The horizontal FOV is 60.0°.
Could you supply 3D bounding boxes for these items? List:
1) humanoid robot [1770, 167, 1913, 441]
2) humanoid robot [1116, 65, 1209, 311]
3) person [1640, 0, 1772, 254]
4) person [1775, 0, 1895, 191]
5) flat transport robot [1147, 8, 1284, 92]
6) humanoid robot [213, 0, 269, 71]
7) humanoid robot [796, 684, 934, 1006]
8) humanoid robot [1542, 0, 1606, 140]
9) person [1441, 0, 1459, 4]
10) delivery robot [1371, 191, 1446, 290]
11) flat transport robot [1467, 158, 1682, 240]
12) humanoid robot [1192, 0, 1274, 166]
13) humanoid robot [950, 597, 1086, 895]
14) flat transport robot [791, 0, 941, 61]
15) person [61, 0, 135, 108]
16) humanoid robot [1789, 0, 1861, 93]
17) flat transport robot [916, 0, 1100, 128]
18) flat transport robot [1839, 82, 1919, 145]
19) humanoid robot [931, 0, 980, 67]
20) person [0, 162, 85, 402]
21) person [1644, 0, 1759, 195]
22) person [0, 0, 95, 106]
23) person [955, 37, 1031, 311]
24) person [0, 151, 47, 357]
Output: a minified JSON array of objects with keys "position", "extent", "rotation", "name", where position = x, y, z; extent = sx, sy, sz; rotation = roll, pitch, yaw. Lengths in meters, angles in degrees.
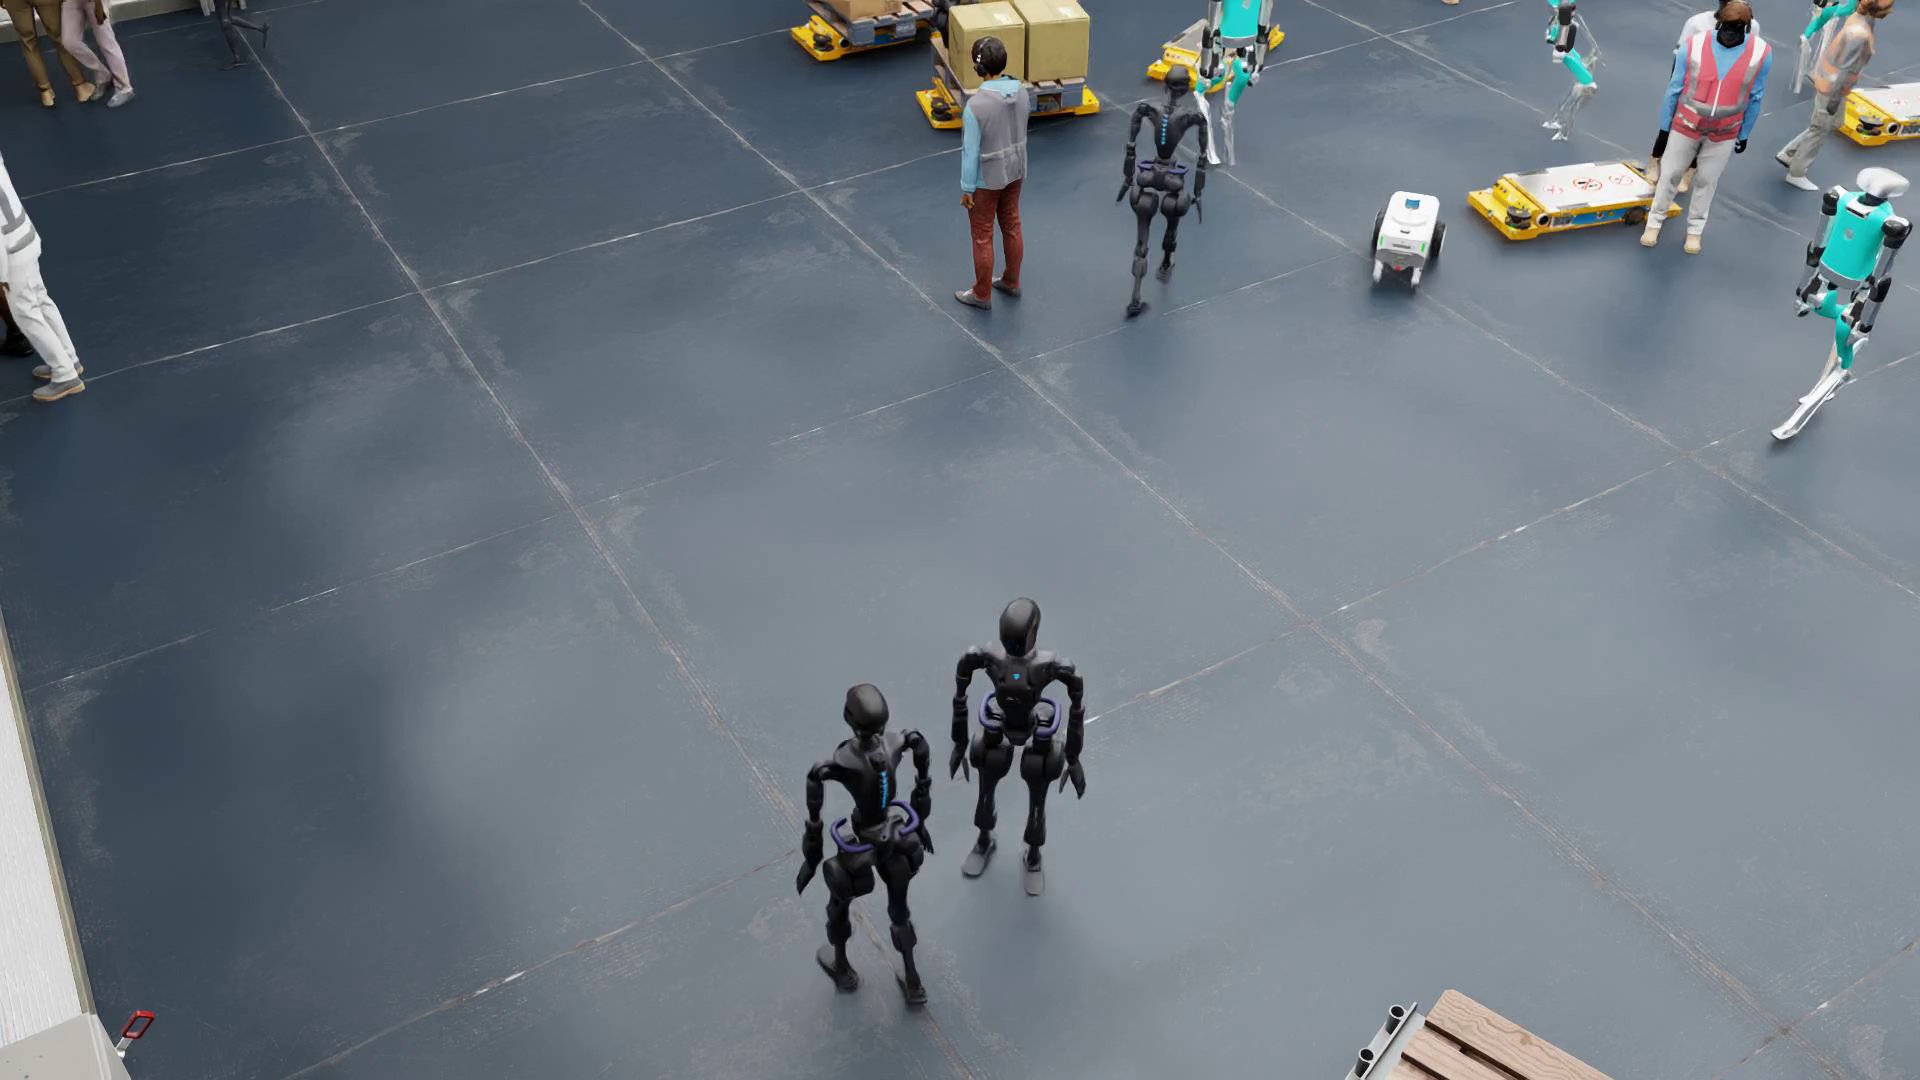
[{"position":[5.323,-1.428,9.924],"extent":[0.910,1.769,0.543],"rotation":[-19,42,-23],"name":"humanoid robot"},{"position":[1.350,-2.390,11.235],"extent":[0.609,1.617,0.833],"rotation":[13,40,16],"name":"humanoid robot"},{"position":[5.234,-2.892,11.688],"extent":[0.628,1.836,0.431],"rotation":[13,40,15],"name":"person"},{"position":[6.575,-3.390,12.479],"extent":[0.404,1.614,0.525],"rotation":[20,43,23],"name":"person"},{"position":[2.293,-4.373,14.810],"extent":[0.659,0.231,1.431],"rotation":[22,44,26],"name":"flat transport robot"},{"position":[-6.371,-4.936,14.399],"extent":[0.555,1.644,0.590],"rotation":[-27,46,-30],"name":"humanoid robot"},{"position":[-0.355,1.229,6.619],"extent":[0.587,1.646,0.516],"rotation":[-20,42,-23],"name":"humanoid robot"},{"position":[4.894,-3.990,13.150],"extent":[0.740,1.782,0.552],"rotation":[5,39,6],"name":"humanoid robot"},{"position":[4.796,-6.013,15.580],"extent":[0.582,1.882,0.347],"rotation":[-27,46,-29],"name":"person"},{"position":[3.175,-2.171,11.813],"extent":[0.499,0.609,0.807],"rotation":[13,40,15],"name":"delivery robot"},{"position":[4.637,-2.570,12.535],"extent":[1.431,0.231,0.659],"rotation":[-10,39,-12],"name":"flat transport robot"},{"position":[2.015,-3.679,12.799],"extent":[0.533,1.854,0.713],"rotation":[-10,39,-12],"name":"humanoid robot"},{"position":[0.250,0.872,7.060],"extent":[0.598,1.653,0.327],"rotation":[6,39,8],"name":"humanoid robot"},{"position":[-0.764,-4.697,15.218],"extent":[1.431,0.231,0.659],"rotation":[-17,42,-21],"name":"flat transport robot"},{"position":[-7.199,-4.443,13.649],"extent":[0.562,1.827,0.477],"rotation":[14,40,17],"name":"person"},{"position":[7.354,-4.545,13.896],"extent":[0.535,1.806,0.839],"rotation":[4,39,5],"name":"humanoid robot"},{"position":[0.399,-3.738,14.009],"extent":[1.431,0.231,0.659],"rotation":[-9,39,-11],"name":"flat transport robot"},{"position":[7.918,-3.537,13.755],"extent":[1.431,0.231,0.659],"rotation":[-8,39,-10],"name":"flat transport robot"},{"position":[-0.046,-4.356,13.664],"extent":[0.349,1.644,0.589],"rotation":[-23,44,-27],"name":"humanoid robot"},{"position":[-5.828,-1.747,10.209],"extent":[0.368,1.868,0.594],"rotation":[-14,40,-17],"name":"person"},{"position":[5.586,-3.406,12.466],"extent":[0.569,1.657,0.444],"rotation":[11,40,14],"name":"person"},{"position":[-7.664,-4.459,13.712],"extent":[0.531,1.766,0.364],"rotation":[-11,40,-13],"name":"person"},{"position":[0.230,-2.403,11.036],"extent":[0.534,1.873,0.415],"rotation":[-30,47,-32],"name":"person"},{"position":[-6.249,-2.064,10.563],"extent":[0.371,1.927,0.542],"rotation":[17,41,20],"name":"person"}]
